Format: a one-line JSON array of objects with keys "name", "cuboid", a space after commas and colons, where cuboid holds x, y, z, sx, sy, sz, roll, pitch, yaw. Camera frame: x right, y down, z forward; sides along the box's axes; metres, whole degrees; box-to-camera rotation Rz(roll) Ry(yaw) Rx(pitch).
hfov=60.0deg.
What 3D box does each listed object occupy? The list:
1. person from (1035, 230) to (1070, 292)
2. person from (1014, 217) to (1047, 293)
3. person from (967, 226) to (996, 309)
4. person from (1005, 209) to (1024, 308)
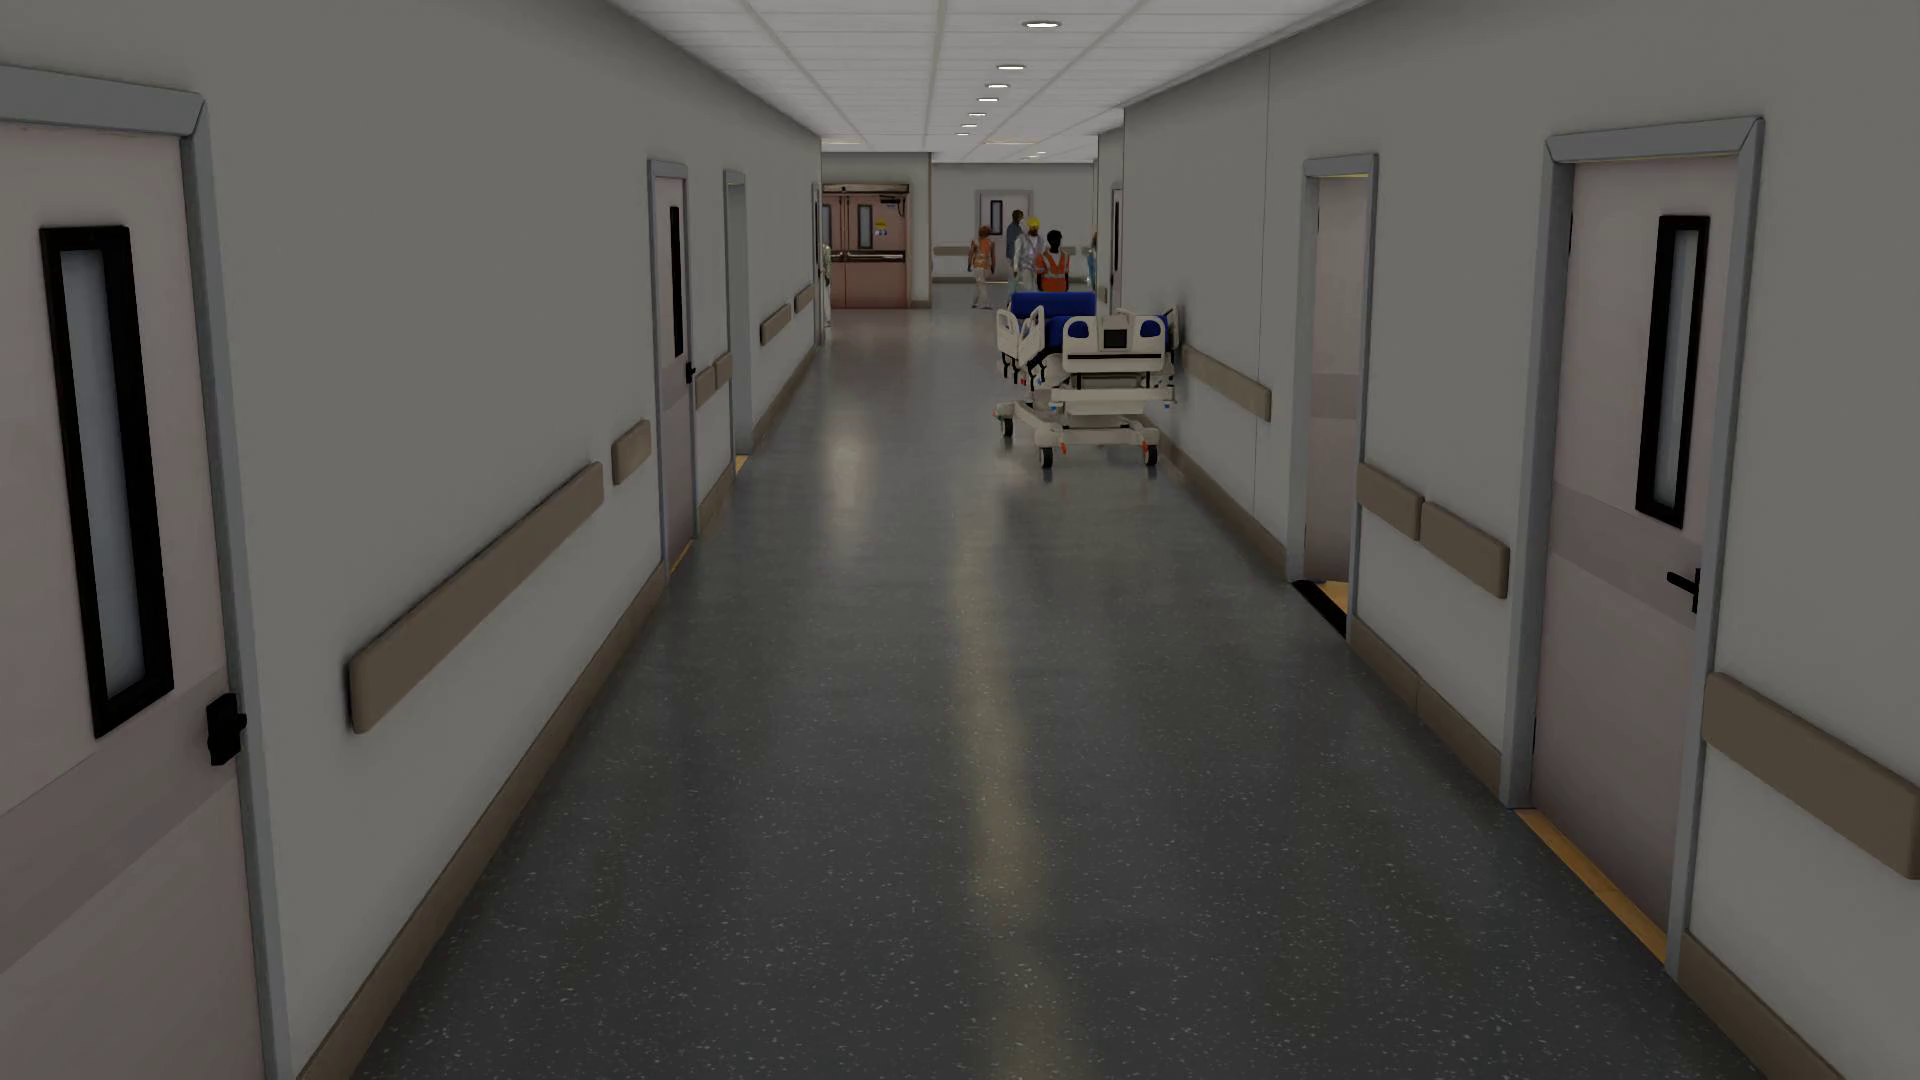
[{"name": "person", "cuboid": [1.315, -3.526, 23.518, 0.540, 1.696, 0.317, -5, 13, -23]}, {"name": "person", "cuboid": [1.329, -4.894, 29.934, 0.601, 1.789, 0.880, -6, 13, -28]}, {"name": "person", "cuboid": [0.420, -5.329, 32.563, 0.497, 1.589, 0.755, -7, 13, -29]}, {"name": "person", "cuboid": [1.088, -5.525, 32.705, 0.382, 1.928, 0.634, 3, 12, 13]}]
